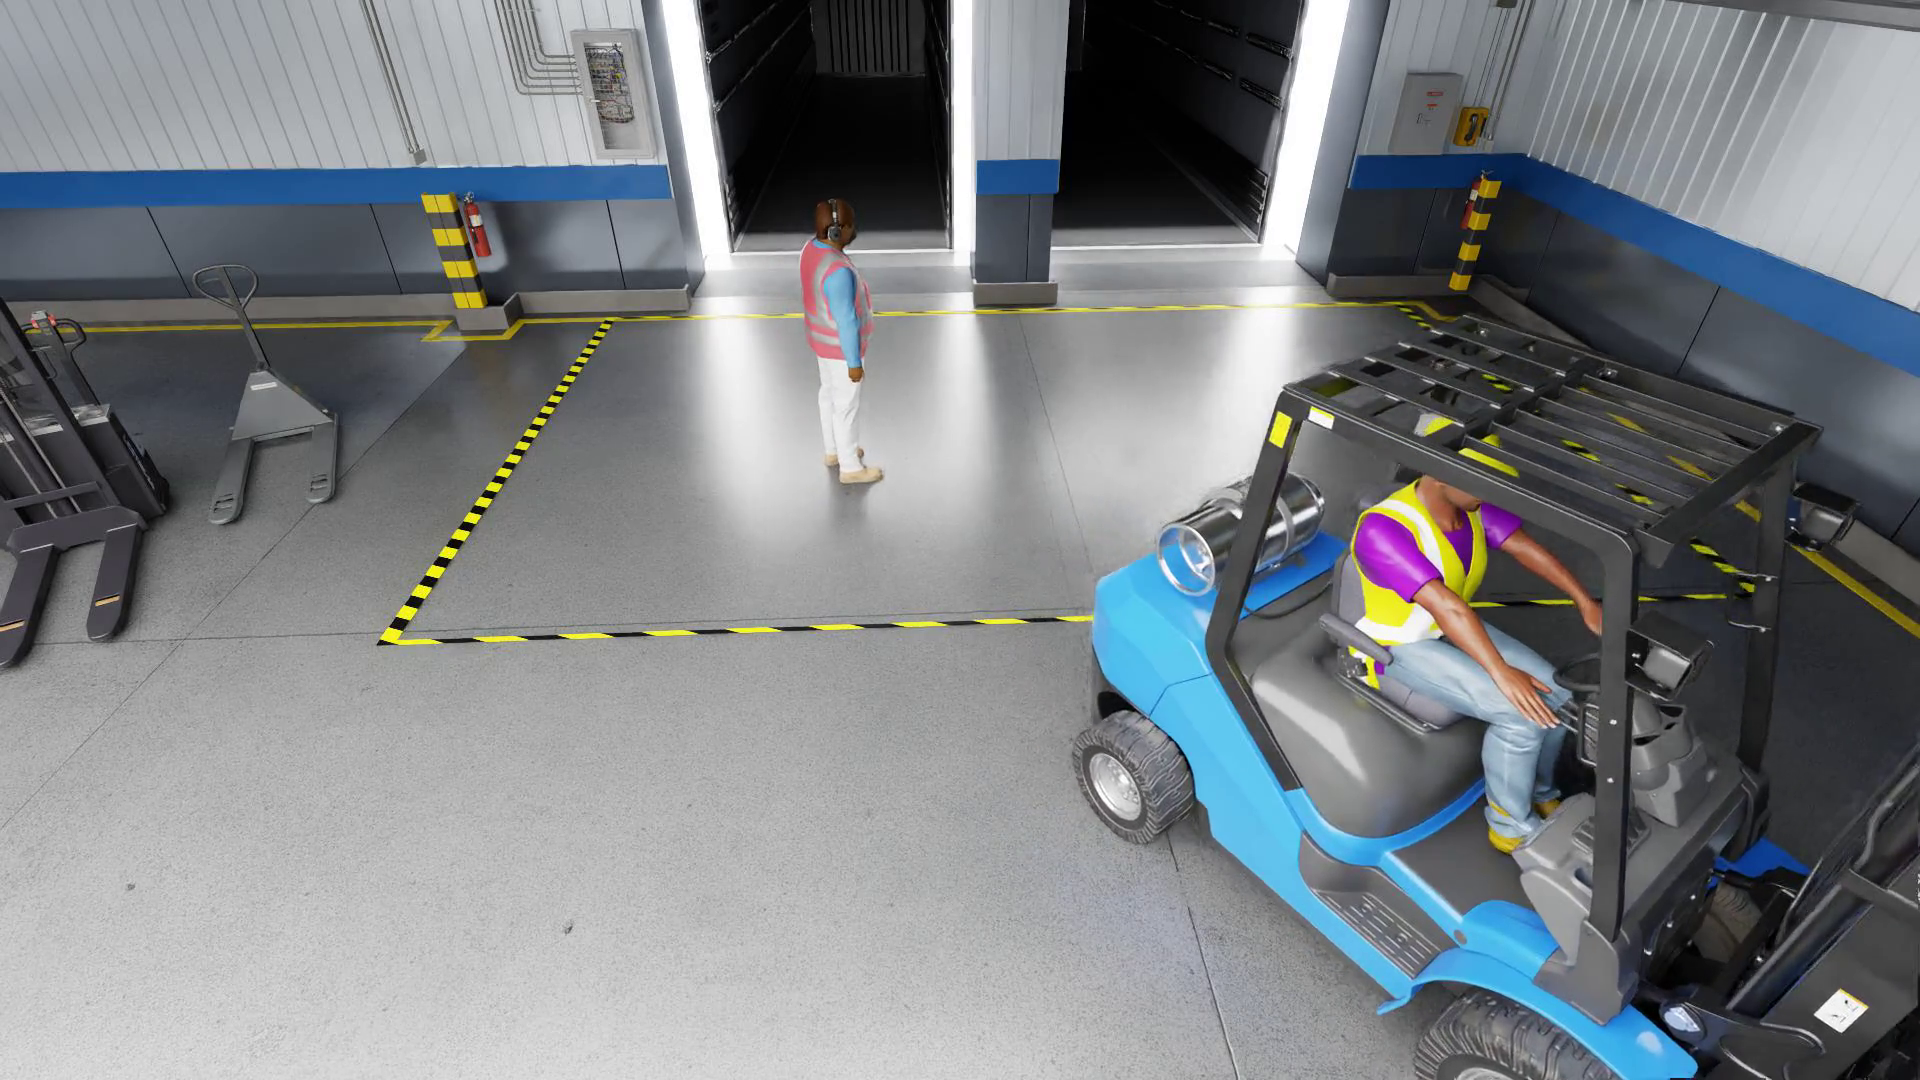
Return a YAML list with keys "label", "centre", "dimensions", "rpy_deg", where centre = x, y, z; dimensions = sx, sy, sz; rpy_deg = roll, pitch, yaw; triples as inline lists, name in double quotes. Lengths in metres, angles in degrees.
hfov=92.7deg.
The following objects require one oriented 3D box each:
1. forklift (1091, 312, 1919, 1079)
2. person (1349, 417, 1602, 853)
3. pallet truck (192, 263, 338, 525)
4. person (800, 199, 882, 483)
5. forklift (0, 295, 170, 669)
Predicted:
- label: "forklift"
  centre: [1.679, 0.456, 3.023]
  dimensions: [1.157, 2.036, 2.680]
  rpy_deg: [-22, 41, -29]
- label: "person"
  centre: [1.708, 0.333, 2.873]
  dimensions: [0.635, 1.294, 1.004]
  rpy_deg: [-22, 41, -29]
- label: "pallet truck"
  centre: [-4.778, -1.027, 6.128]
  dimensions: [0.680, 1.201, 1.601]
  rpy_deg: [-17, 38, -23]
- label: "person"
  centre: [-0.762, -1.250, 5.921]
  dimensions: [0.429, 1.841, 0.632]
  rpy_deg: [-15, 38, -21]
- label: "forklift"
  centre: [-5.212, -0.618, 4.878]
  dimensions: [0.823, 1.965, 1.885]
  rpy_deg: [-20, 39, -26]
